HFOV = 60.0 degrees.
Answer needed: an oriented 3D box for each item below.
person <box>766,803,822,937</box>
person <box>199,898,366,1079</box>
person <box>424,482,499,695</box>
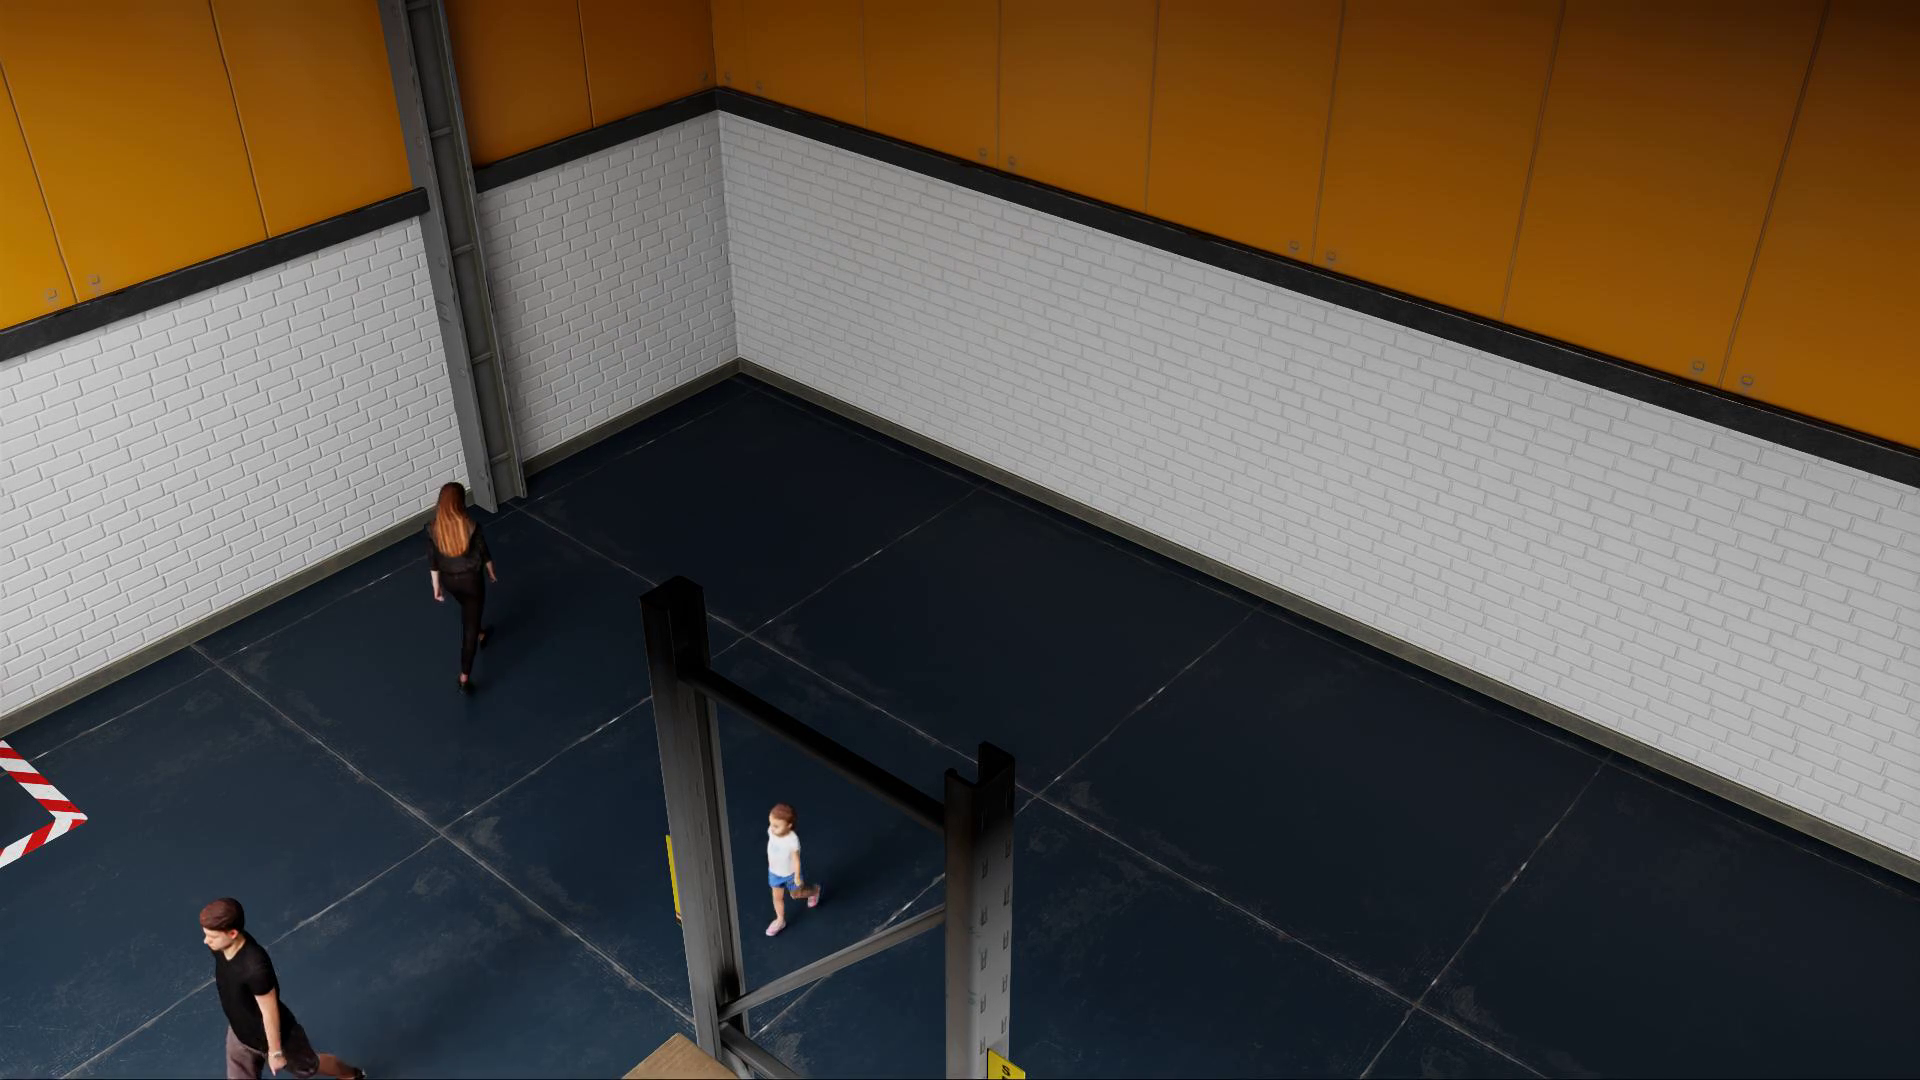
[{"bbox_3d":[-1.095,2.090,10.736,0.415,1.009,0.662,25,41,32],"label":"person"},{"bbox_3d":[-3.758,2.639,9.174,0.745,1.825,1.197,22,39,29],"label":"person"},{"bbox_3d":[-3.806,0.393,12.696,1.070,1.665,1.246,1,34,2],"label":"person"}]
